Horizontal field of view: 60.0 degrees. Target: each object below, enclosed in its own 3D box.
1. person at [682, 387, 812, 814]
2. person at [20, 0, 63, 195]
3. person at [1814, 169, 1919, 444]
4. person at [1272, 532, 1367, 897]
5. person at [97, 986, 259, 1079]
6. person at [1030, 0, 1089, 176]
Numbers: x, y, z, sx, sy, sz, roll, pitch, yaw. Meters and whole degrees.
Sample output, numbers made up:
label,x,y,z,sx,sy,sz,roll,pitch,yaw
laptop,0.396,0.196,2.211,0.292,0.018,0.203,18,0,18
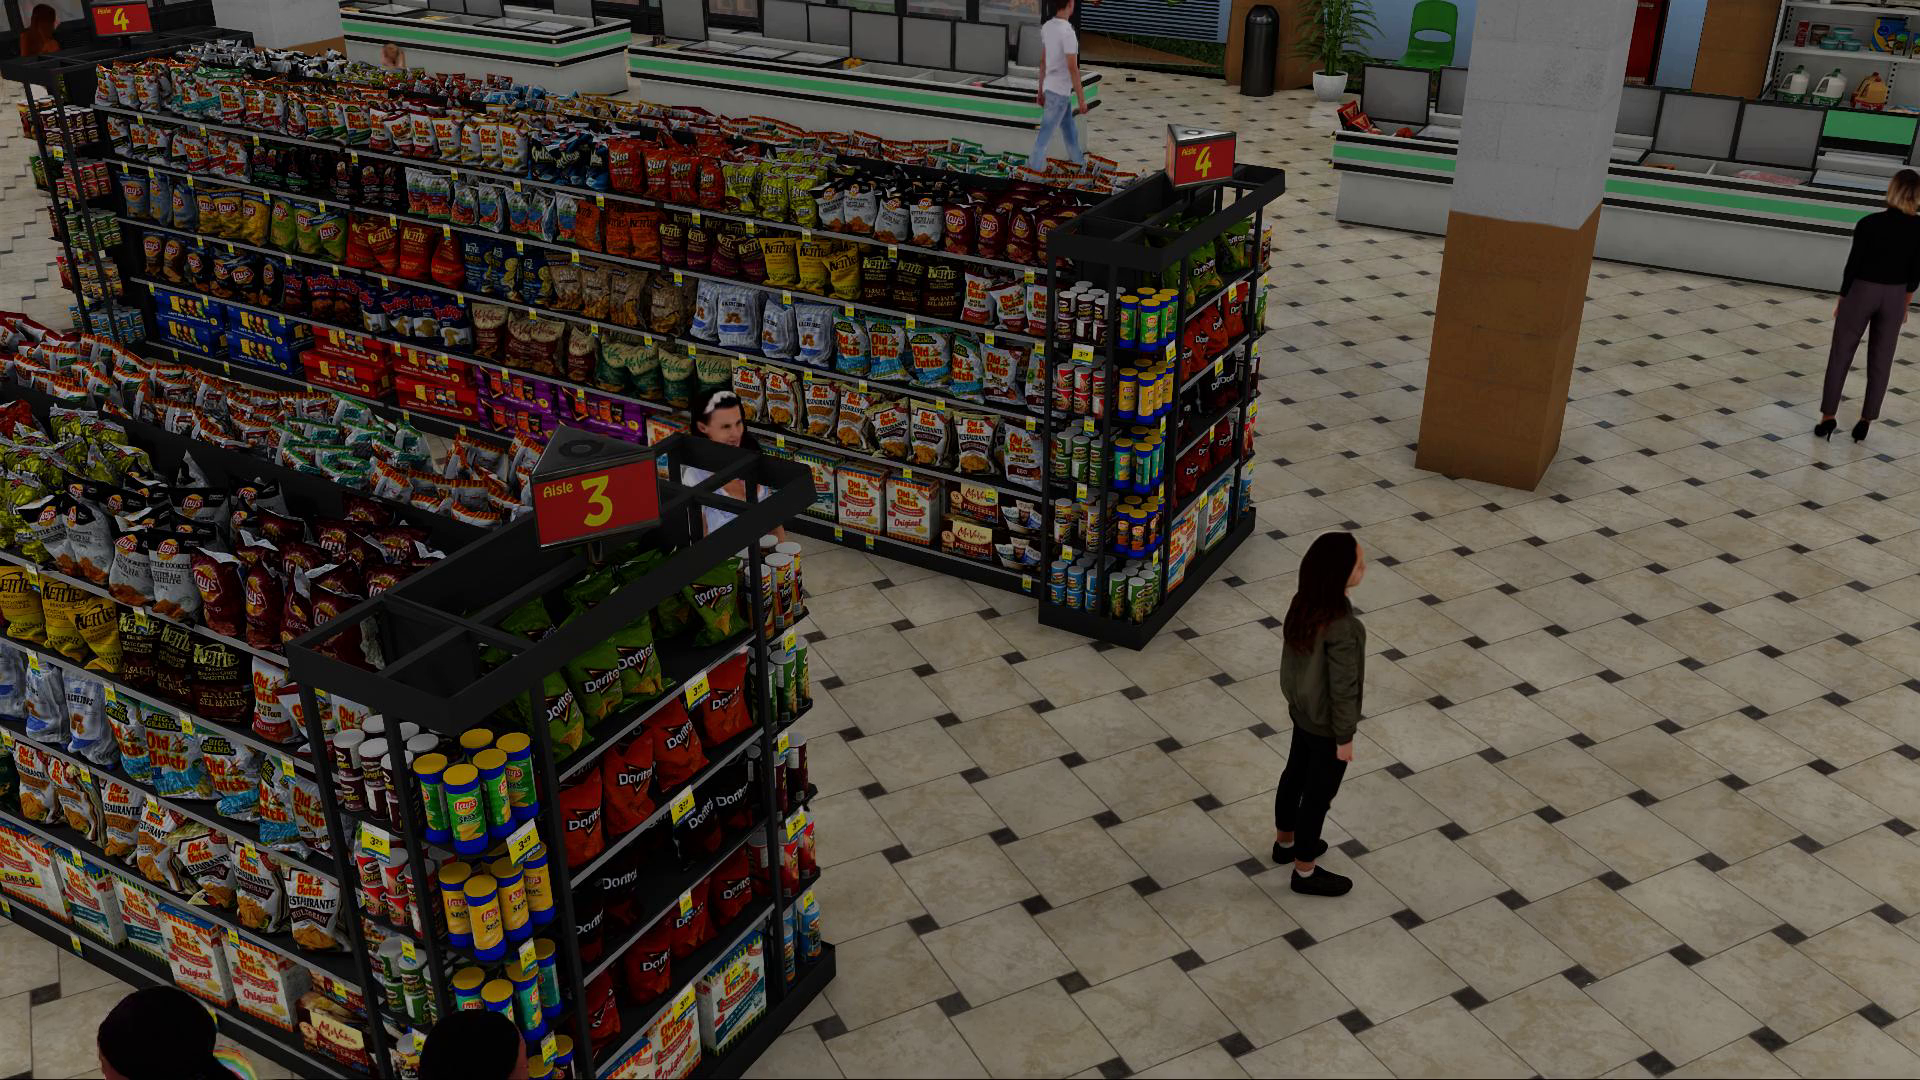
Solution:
label,x,y,z,sx,sy,sz,roll,pitch,yaw
person,-0.951,0.219,6.664,1.175,1.780,0.741,18,32,31
person,-8.276,-3.966,15.031,0.534,1.676,0.772,8,28,15
person,5.456,-1.378,9.937,0.582,1.667,0.710,4,27,9
person,1.337,0.639,6.172,0.700,1.476,0.654,-5,27,-10
person,-1.530,1.694,3.757,0.938,1.779,0.882,-10,28,-18
person,0.782,-3.950,14.861,1.241,1.801,1.209,-8,28,-15
